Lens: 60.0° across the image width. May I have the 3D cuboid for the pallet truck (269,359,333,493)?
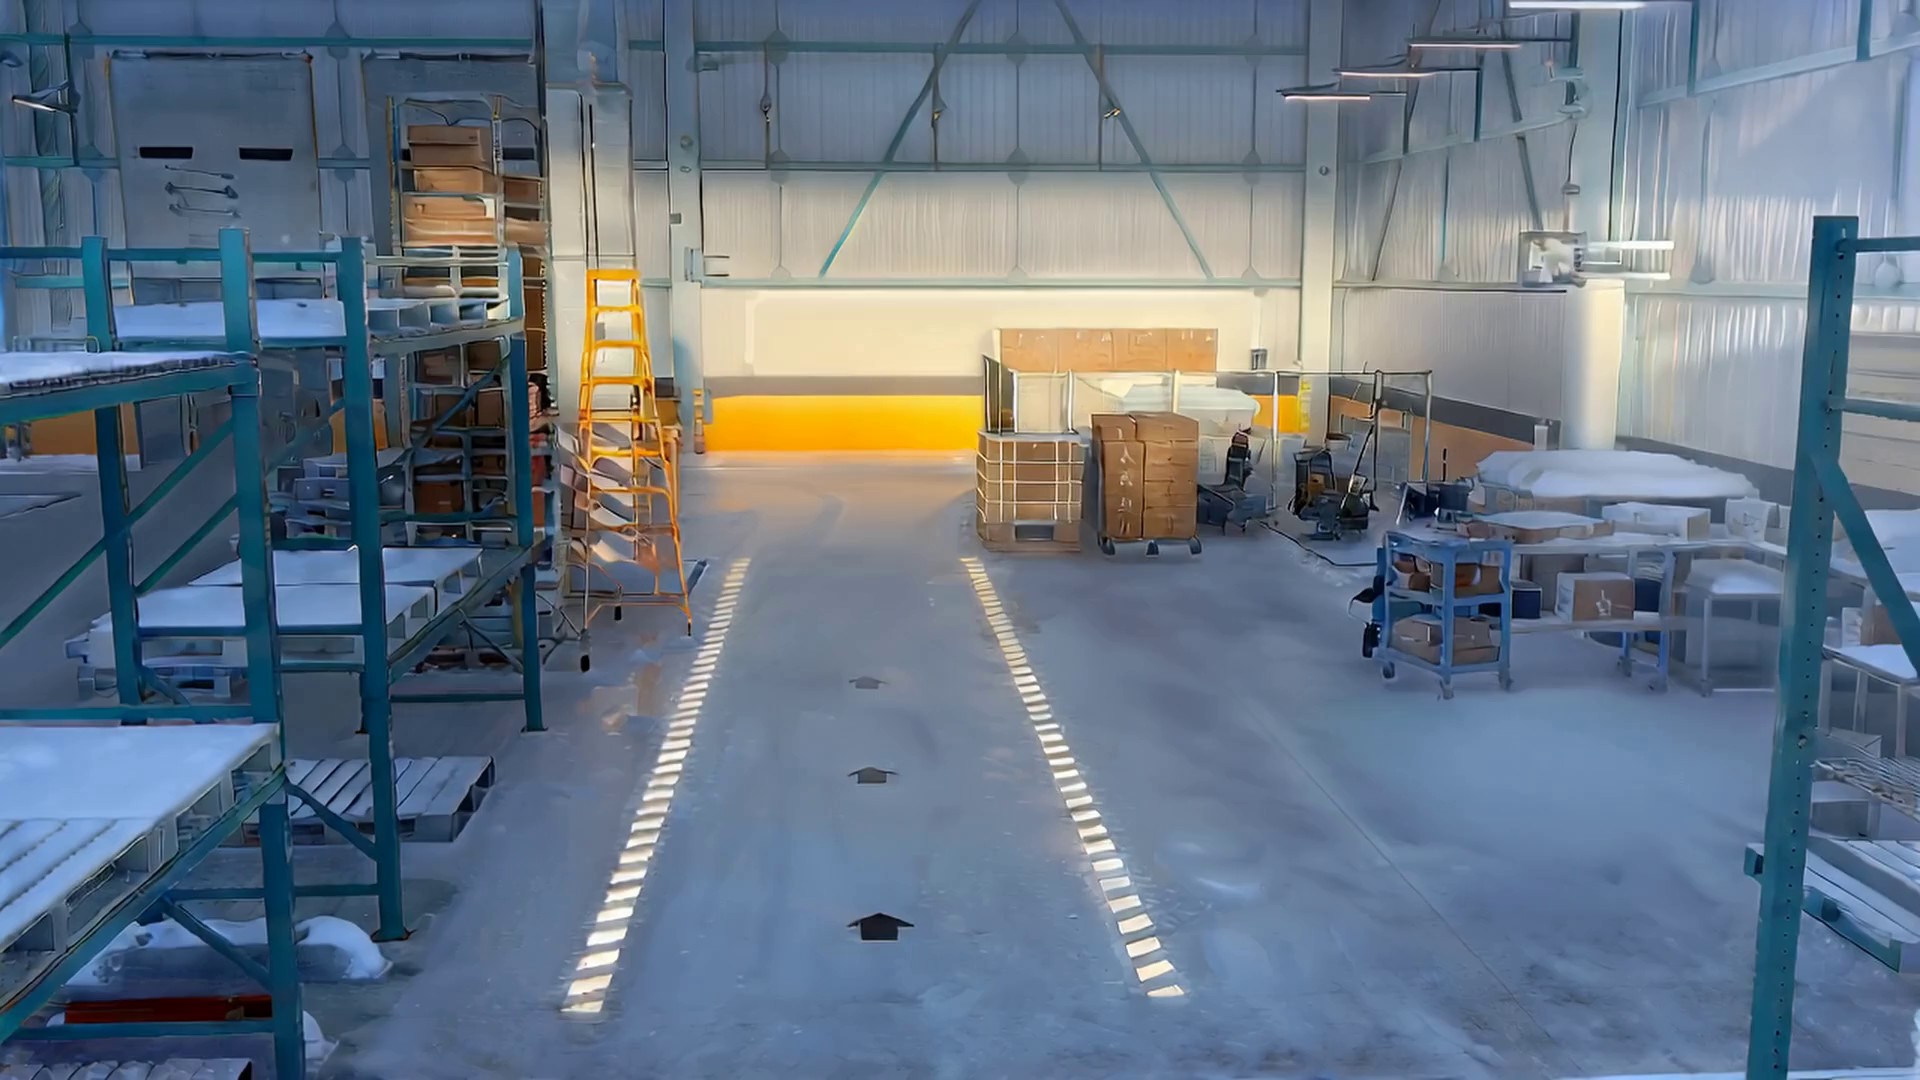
[{"bbox_3d":[-7.062,-1.131,18.996,1.885,1.965,0.823,2,9,13],"label":"pallet truck"}]
